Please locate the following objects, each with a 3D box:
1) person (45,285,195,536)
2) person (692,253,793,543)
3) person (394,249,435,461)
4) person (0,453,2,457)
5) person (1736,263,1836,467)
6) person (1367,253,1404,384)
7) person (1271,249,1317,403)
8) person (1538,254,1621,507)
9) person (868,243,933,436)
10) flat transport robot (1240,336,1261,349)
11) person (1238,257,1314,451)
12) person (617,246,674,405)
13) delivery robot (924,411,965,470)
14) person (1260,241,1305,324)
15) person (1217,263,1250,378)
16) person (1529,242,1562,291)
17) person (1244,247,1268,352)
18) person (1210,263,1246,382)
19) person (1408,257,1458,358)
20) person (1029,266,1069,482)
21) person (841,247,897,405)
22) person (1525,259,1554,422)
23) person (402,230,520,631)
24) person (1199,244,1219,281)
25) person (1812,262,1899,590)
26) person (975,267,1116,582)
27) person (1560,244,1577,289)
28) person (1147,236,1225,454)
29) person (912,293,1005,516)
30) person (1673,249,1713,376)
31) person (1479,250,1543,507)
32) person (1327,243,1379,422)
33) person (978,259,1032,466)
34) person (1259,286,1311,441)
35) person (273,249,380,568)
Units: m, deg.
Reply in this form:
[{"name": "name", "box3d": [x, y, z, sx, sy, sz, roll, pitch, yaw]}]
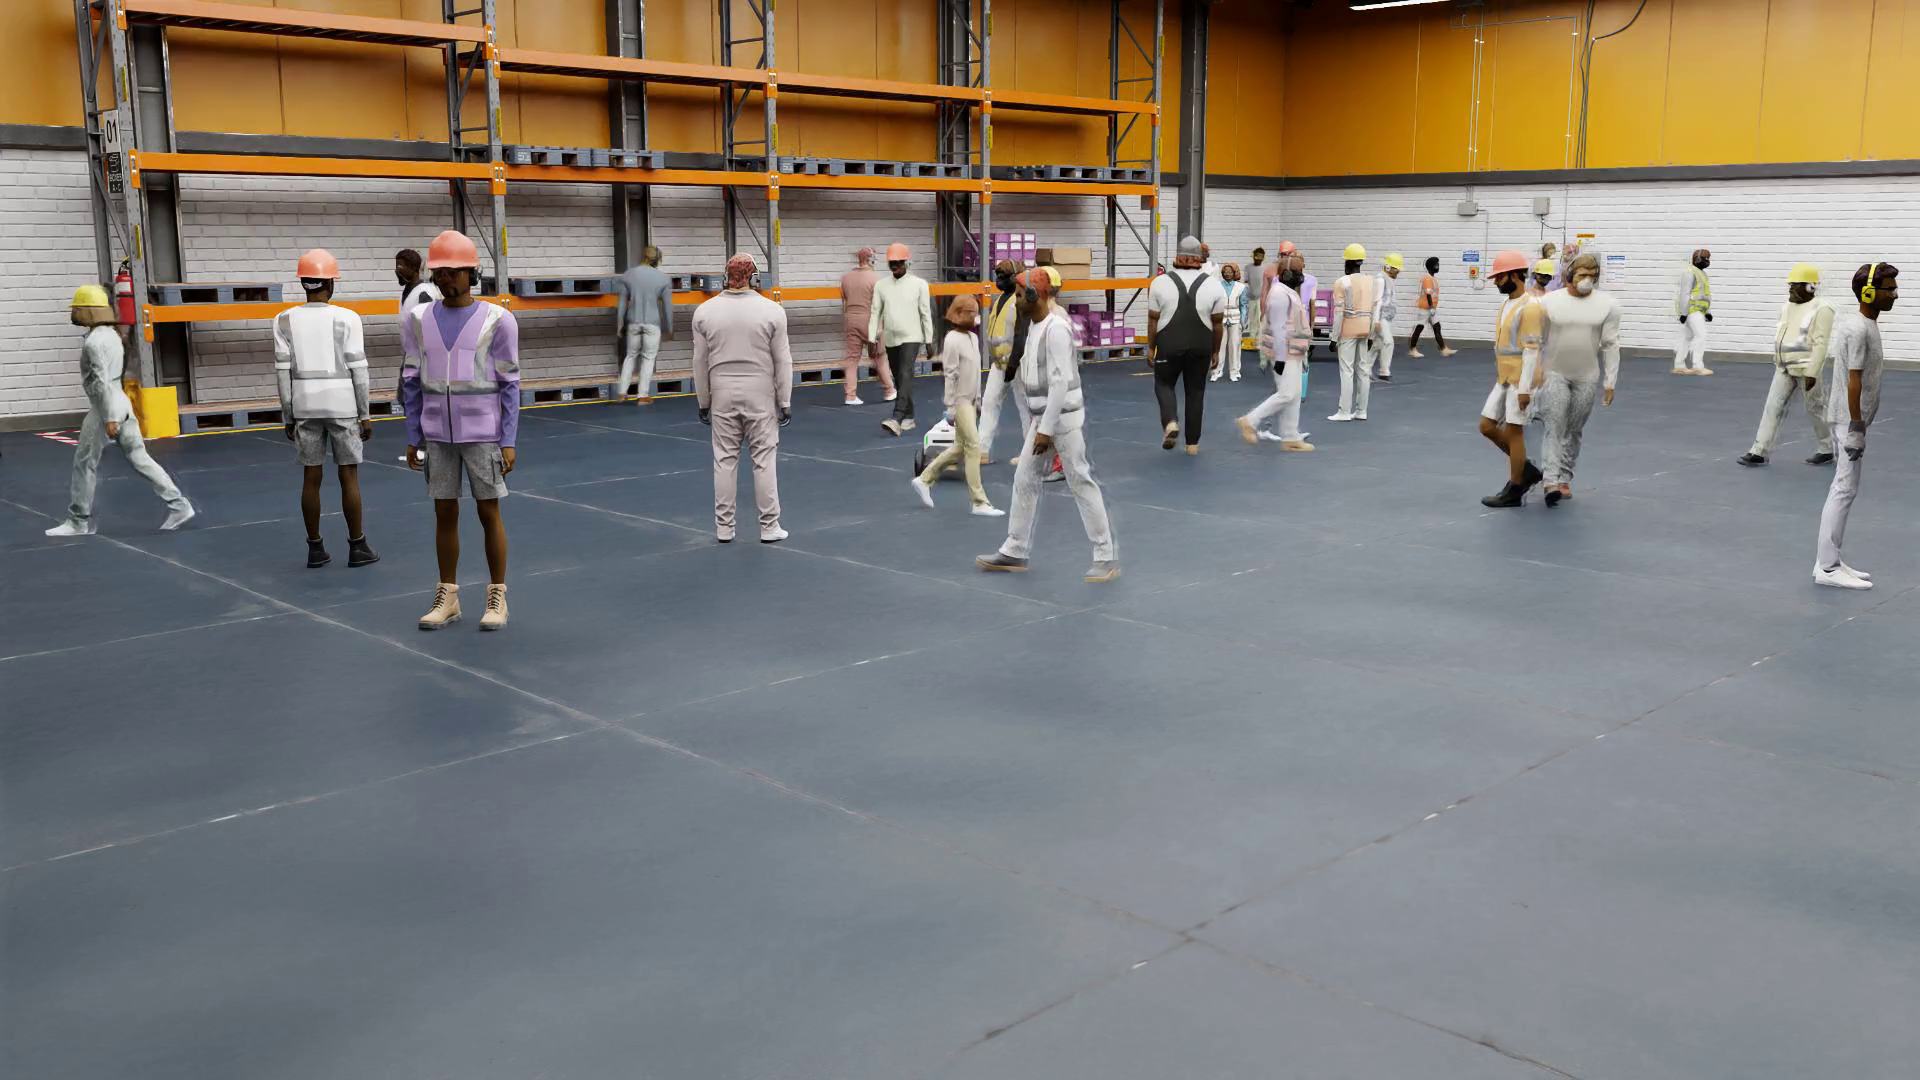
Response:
[{"name": "person", "box3d": [-5.724, -0.880, 11.271, 0.912, 1.696, 0.484, -2, 11, -9]}, {"name": "person", "box3d": [-1.415, -0.926, 10.958, 0.651, 1.906, 0.403, 1, 10, 6]}, {"name": "person", "box3d": [-4.861, -1.650, 14.997, 0.463, 1.880, 0.591, -7, 13, -35]}, {"name": "person", "box3d": [-8.995, -1.684, 15.006, 0.368, 1.935, 0.552, 5, 11, 24]}, {"name": "person", "box3d": [7.328, -1.515, 14.512, 0.924, 1.786, 0.611, -3, 11, -14]}, {"name": "person", "box3d": [5.792, -3.012, 22.703, 0.710, 1.765, 0.679, 5, 12, 25]}, {"name": "person", "box3d": [4.011, -2.564, 20.058, 0.565, 1.845, 0.389, -2, 11, -10]}, {"name": "person", "box3d": [4.601, -1.190, 12.481, 0.652, 1.876, 1.016, 2, 11, 12]}, {"name": "person", "box3d": [-0.635, -2.050, 16.999, 0.651, 1.933, 1.040, 4, 11, 23]}, {"name": "flat transport robot", "box3d": [5.475, -3.507, 29.496, 0.652, 0.197, 1.431, 7, 12, 33]}, {"name": "person", "box3d": [2.997, -1.726, 15.539, 0.617, 1.826, 0.654, 4, 11, 19]}, {"name": "person", "box3d": [-3.759, -2.564, 19.925, 0.674, 1.894, 0.463, 1, 10, 3]}, {"name": "delivery robot", "box3d": [-0.081, -0.835, 13.898, 0.477, 0.478, 0.707, 2, 10, 9]}, {"name": "person", "box3d": [4.528, -3.212, 23.307, 0.602, 1.955, 0.950, 0, 10, 0]}, {"name": "person", "box3d": [3.861, -3.124, 23.694, 0.507, 1.631, 0.270, 2, 11, 10]}, {"name": "person", "box3d": [9.169, -3.735, 26.260, 0.636, 1.921, 0.793, -7, 12, -32]}, {"name": "person", "box3d": [5.197, -4.181, 29.003, 0.539, 1.806, 0.831, 5, 12, 27]}, {"name": "person", "box3d": [3.705, -3.013, 23.062, 0.514, 1.641, 0.315, 1, 10, 5]}, {"name": "person", "box3d": [7.807, -3.811, 27.360, 0.846, 1.650, 0.546, 5, 12, 27]}, {"name": "person", "box3d": [0.707, -1.364, 13.723, 0.304, 1.772, 0.525, -6, 12, -30]}, {"name": "person", "box3d": [-1.072, -2.564, 20.007, 0.647, 1.870, 0.925, 7, 12, 33]}, {"name": "person", "box3d": [6.292, -2.168, 18.124, 0.526, 1.765, 0.329, -7, 13, -35]}, {"name": "person", "box3d": [-2.553, -0.548, 8.521, 0.608, 2.046, 0.368, 1, 10, 5]}, {"name": "person", "box3d": [4.083, -4.089, 28.316, 0.613, 1.863, 0.597, 3, 11, 17]}, {"name": "person", "box3d": [5.186, -0.660, 9.614, 0.310, 1.869, 0.532, 5, 12, 27]}, {"name": "person", "box3d": [0.554, -0.674, 9.814, 0.796, 1.847, 0.607, -3, 11, -16]}, {"name": "person", "box3d": [9.779, -3.824, 26.844, 0.883, 1.863, 0.694, 10, 14, 42]}, {"name": "person", "box3d": [2.080, -1.801, 15.363, 0.703, 2.000, 0.550, 1, 10, 3]}, {"name": "person", "box3d": [-0.016, -0.987, 12.100, 0.738, 1.610, 0.515, 4, 11, 21]}, {"name": "person", "box3d": [10.754, -3.295, 24.122, 0.732, 1.816, 0.624, 7, 13, 35]}, {"name": "person", "box3d": [4.101, -1.183, 12.338, 0.441, 1.914, 0.570, -1, 10, -5]}, {"name": "person", "box3d": [4.272, -2.249, 18.110, 0.589, 1.930, 0.361, -6, 12, -29]}, {"name": "person", "box3d": [0.360, -1.528, 14.500, 0.848, 1.807, 0.626, -5, 12, -27]}, {"name": "person", "box3d": [3.213, -1.737, 16.205, 0.511, 1.594, 0.751, -9, 14, -41]}, {"name": "person", "box3d": [-3.856, -0.790, 10.129, 0.543, 1.939, 0.360, 0, 10, -3]}]
